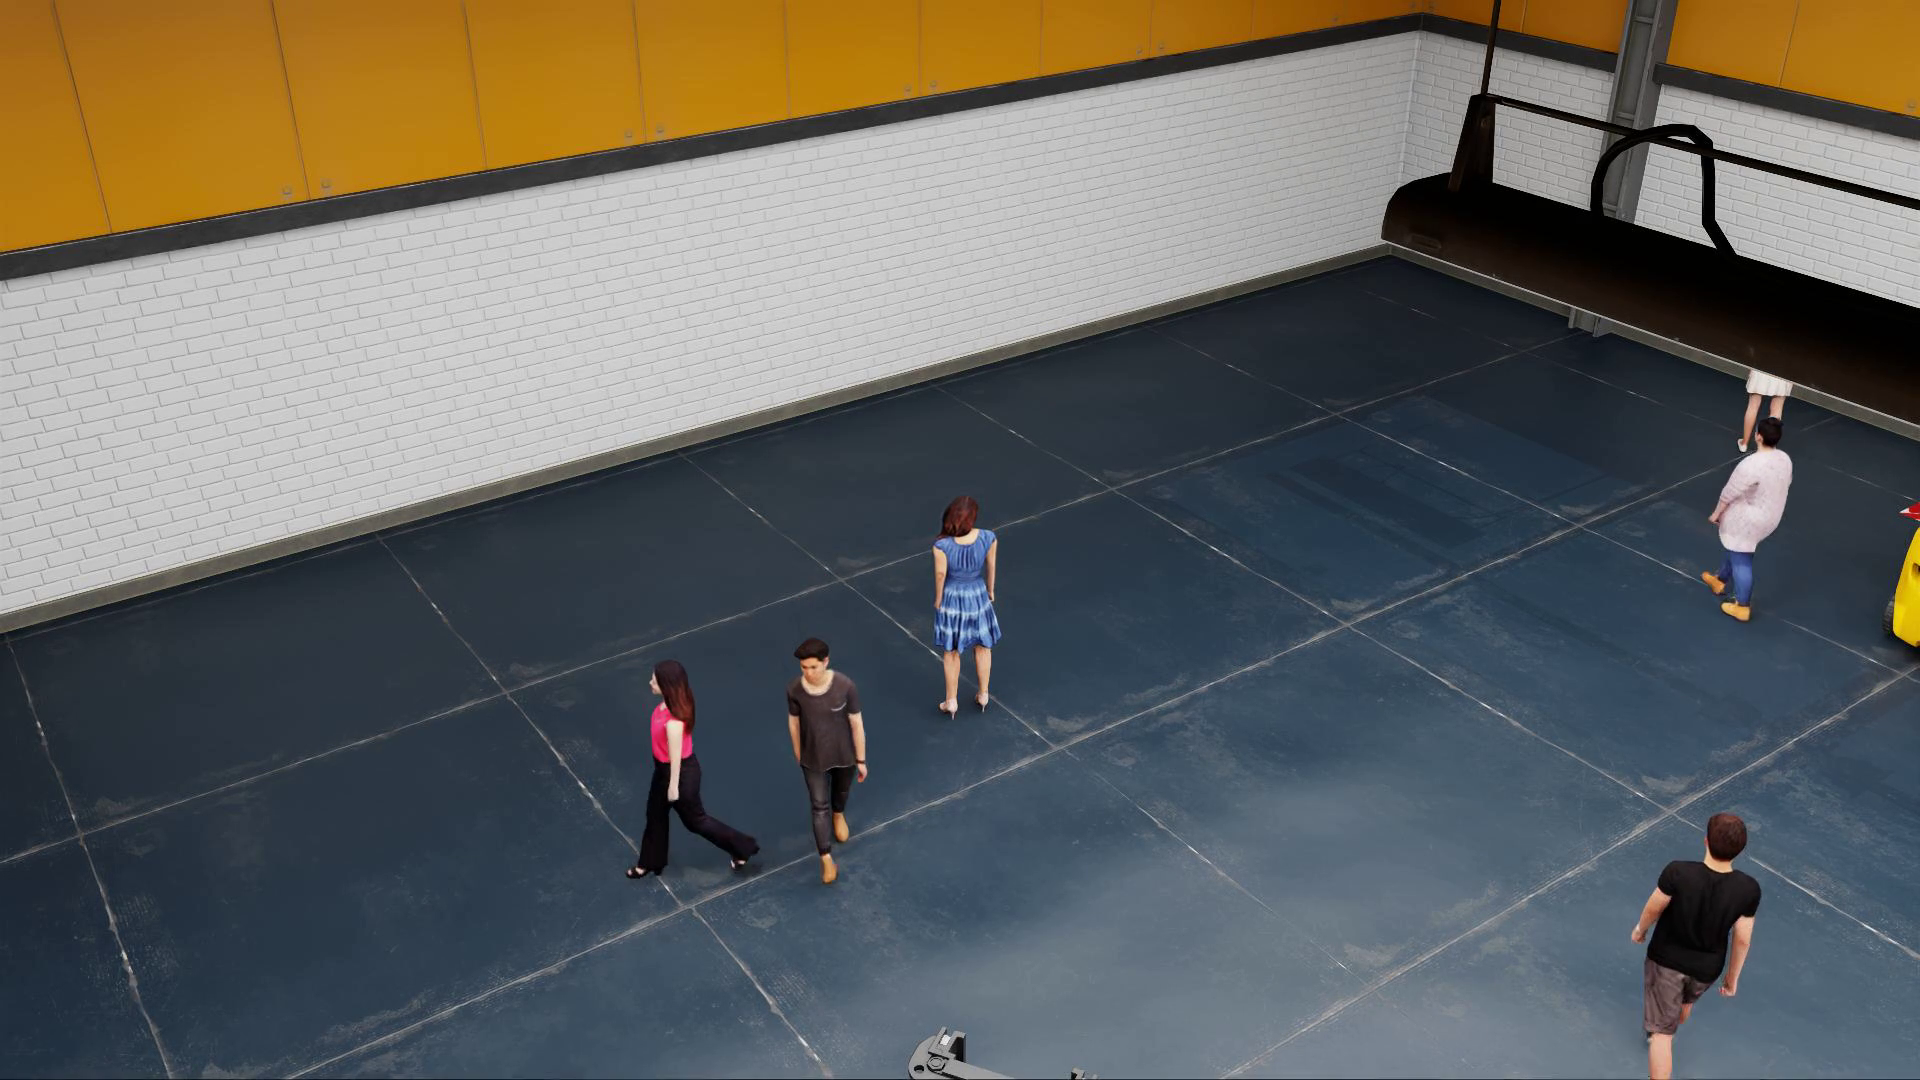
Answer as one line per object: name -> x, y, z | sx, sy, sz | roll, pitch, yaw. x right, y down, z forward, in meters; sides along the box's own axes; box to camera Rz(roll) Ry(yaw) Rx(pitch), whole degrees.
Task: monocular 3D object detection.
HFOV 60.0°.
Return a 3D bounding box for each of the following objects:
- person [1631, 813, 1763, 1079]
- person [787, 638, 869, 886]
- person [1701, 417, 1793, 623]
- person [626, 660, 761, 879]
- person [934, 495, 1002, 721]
person -> 3.820, 2.286, 8.764 | 1.186, 1.816, 1.249 | 5, 29, 9
person -> -0.840, 1.312, 10.711 | 0.950, 1.661, 1.169 | -4, 29, -7
person -> 6.387, -0.141, 13.312 | 0.826, 1.721, 0.980 | -11, 31, -20
person -> -1.693, 1.482, 10.437 | 0.932, 1.625, 1.102 | -6, 29, -11
person -> 0.034, 0.486, 12.074 | 0.728, 1.806, 0.670 | -9, 30, -16
